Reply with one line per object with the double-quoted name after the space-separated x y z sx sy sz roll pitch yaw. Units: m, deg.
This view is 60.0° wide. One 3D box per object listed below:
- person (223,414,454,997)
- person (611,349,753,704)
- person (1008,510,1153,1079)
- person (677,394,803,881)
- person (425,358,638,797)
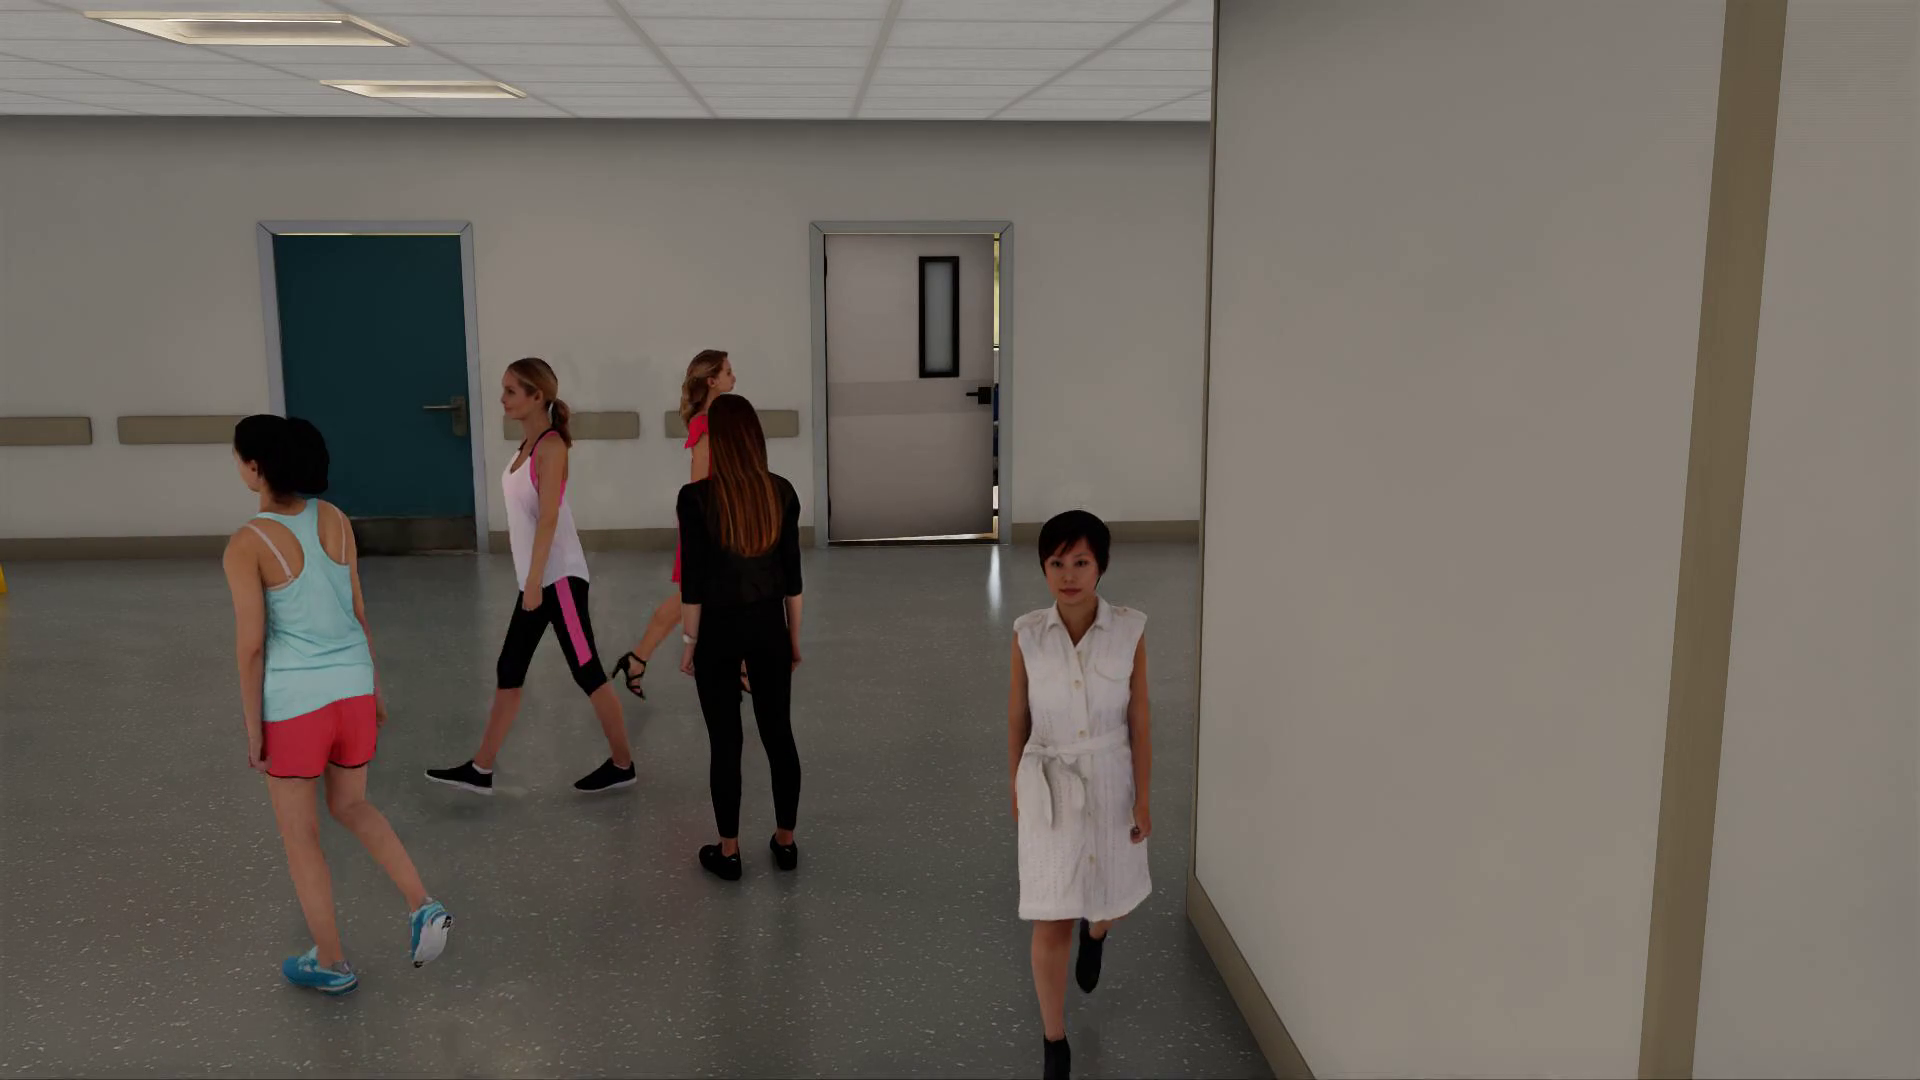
-1.823 0.515 4.836 0.996 1.744 0.913 9 14 39 "person"
-1.272 -0.024 7.824 1.023 1.690 0.620 -2 11 -9 "person"
0.338 0.682 4.538 0.936 1.528 0.682 0 11 1 "person"
-0.764 0.339 5.861 0.566 1.708 0.713 -4 12 -22 "person"
-1.513 0.179 6.590 1.138 1.750 0.892 -6 12 -28 "person"
